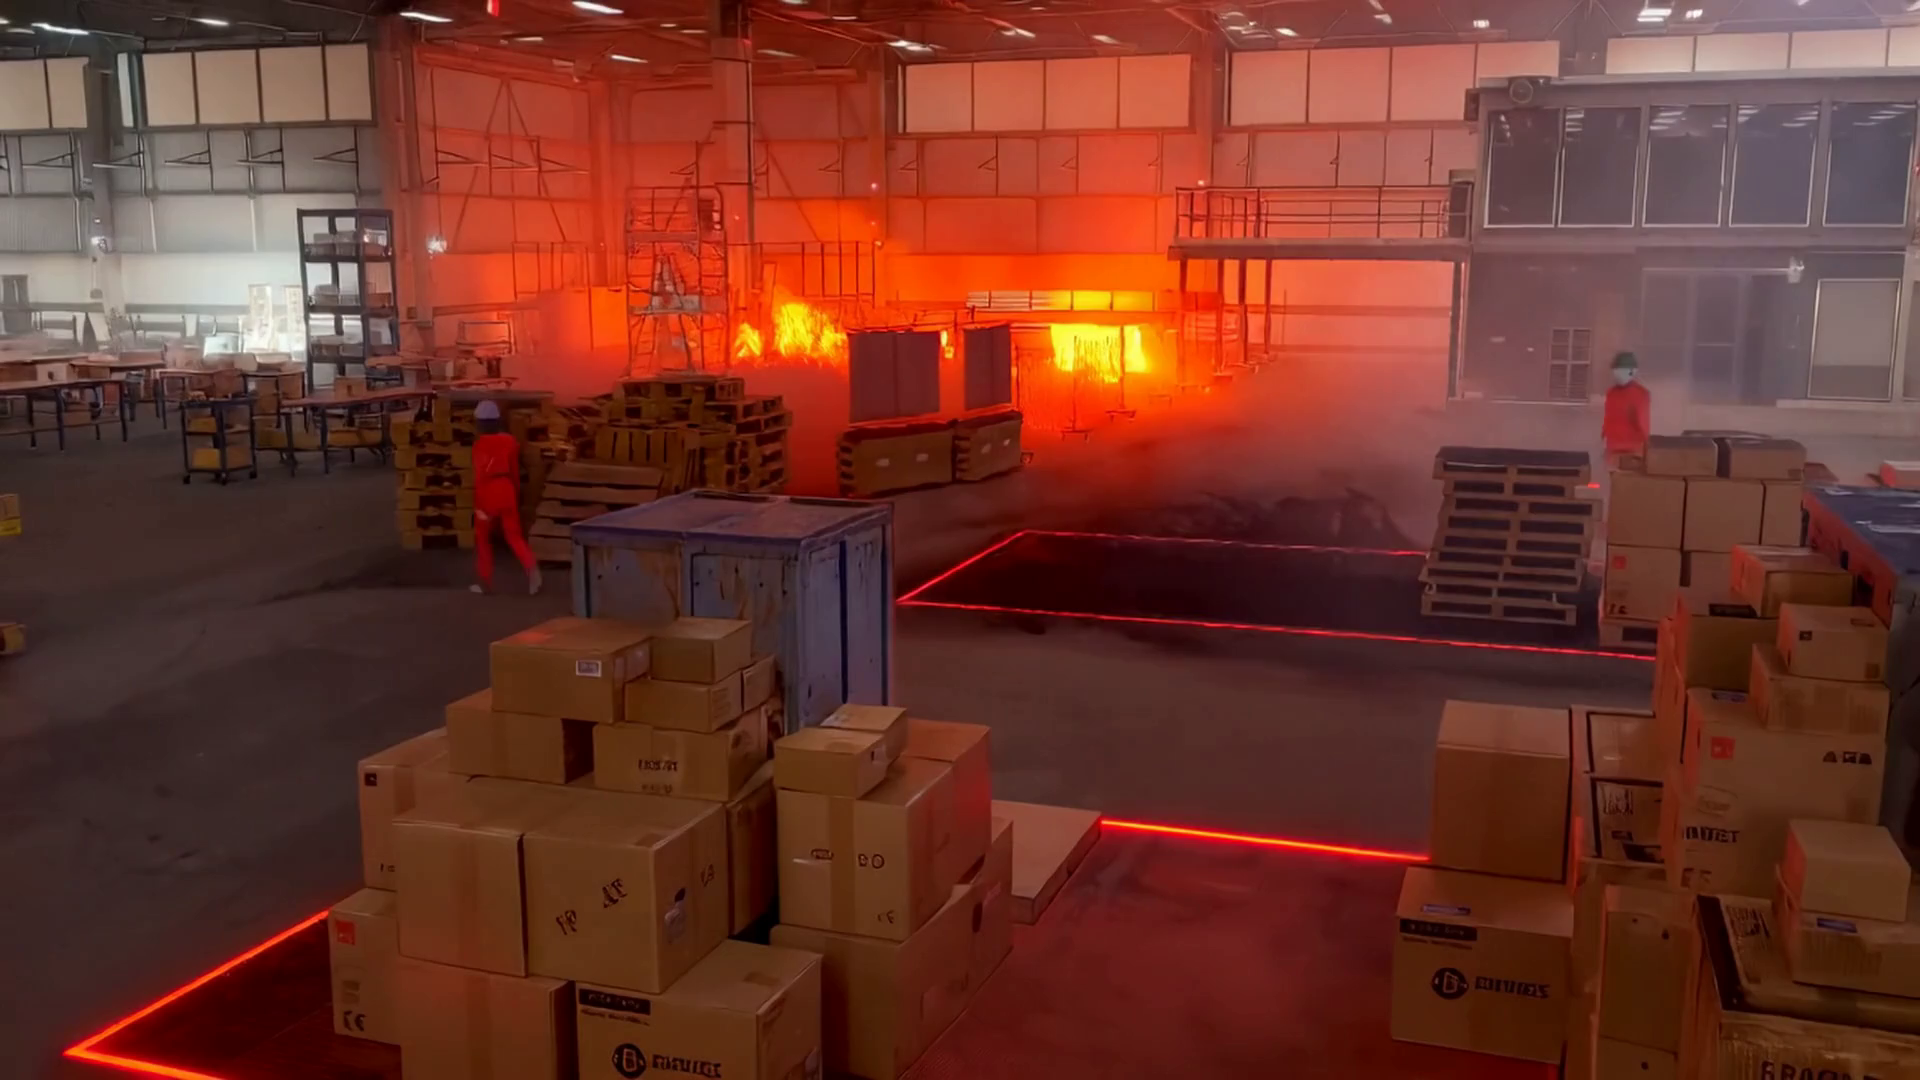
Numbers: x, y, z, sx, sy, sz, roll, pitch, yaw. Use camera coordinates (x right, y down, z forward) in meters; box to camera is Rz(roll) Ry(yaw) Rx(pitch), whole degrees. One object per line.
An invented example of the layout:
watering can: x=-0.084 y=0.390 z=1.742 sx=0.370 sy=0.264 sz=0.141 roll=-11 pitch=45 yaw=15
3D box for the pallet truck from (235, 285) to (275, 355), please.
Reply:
pallet truck: x=-18.327 y=-5.835 z=44.421 sx=0.823 sy=1.965 sz=1.885 roll=4 pitch=11 yaw=23

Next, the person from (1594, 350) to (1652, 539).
person: x=6.952 y=-0.992 z=17.267 sx=0.929 sy=1.966 sz=0.632 roll=-3 pitch=10 yaw=-14

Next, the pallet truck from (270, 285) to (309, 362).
pallet truck: x=-17.147 y=-5.700 z=43.663 sx=0.823 sy=1.965 sz=1.885 roll=3 pitch=11 yaw=17

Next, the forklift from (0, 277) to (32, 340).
forklift: x=-27.151 y=-6.329 z=46.328 sx=1.157 sy=1.987 sz=2.680 roll=3 pitch=11 yaw=17

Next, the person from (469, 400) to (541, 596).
person: x=-3.962 y=-0.352 z=14.326 sx=0.741 sy=1.716 sz=0.487 roll=9 pitch=13 yaw=41

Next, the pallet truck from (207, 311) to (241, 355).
pallet truck: x=-19.537 y=-5.575 z=44.913 sx=0.653 sy=1.274 sz=1.630 roll=3 pitch=11 yaw=19

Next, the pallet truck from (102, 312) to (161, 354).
pallet truck: x=-23.057 y=-5.777 z=46.261 sx=0.680 sy=1.201 sz=1.601 roll=3 pitch=11 yaw=19

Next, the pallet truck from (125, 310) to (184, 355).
pallet truck: x=-22.038 y=-5.665 z=45.457 sx=0.704 sy=1.261 sz=1.522 roll=3 pitch=11 yaw=17
